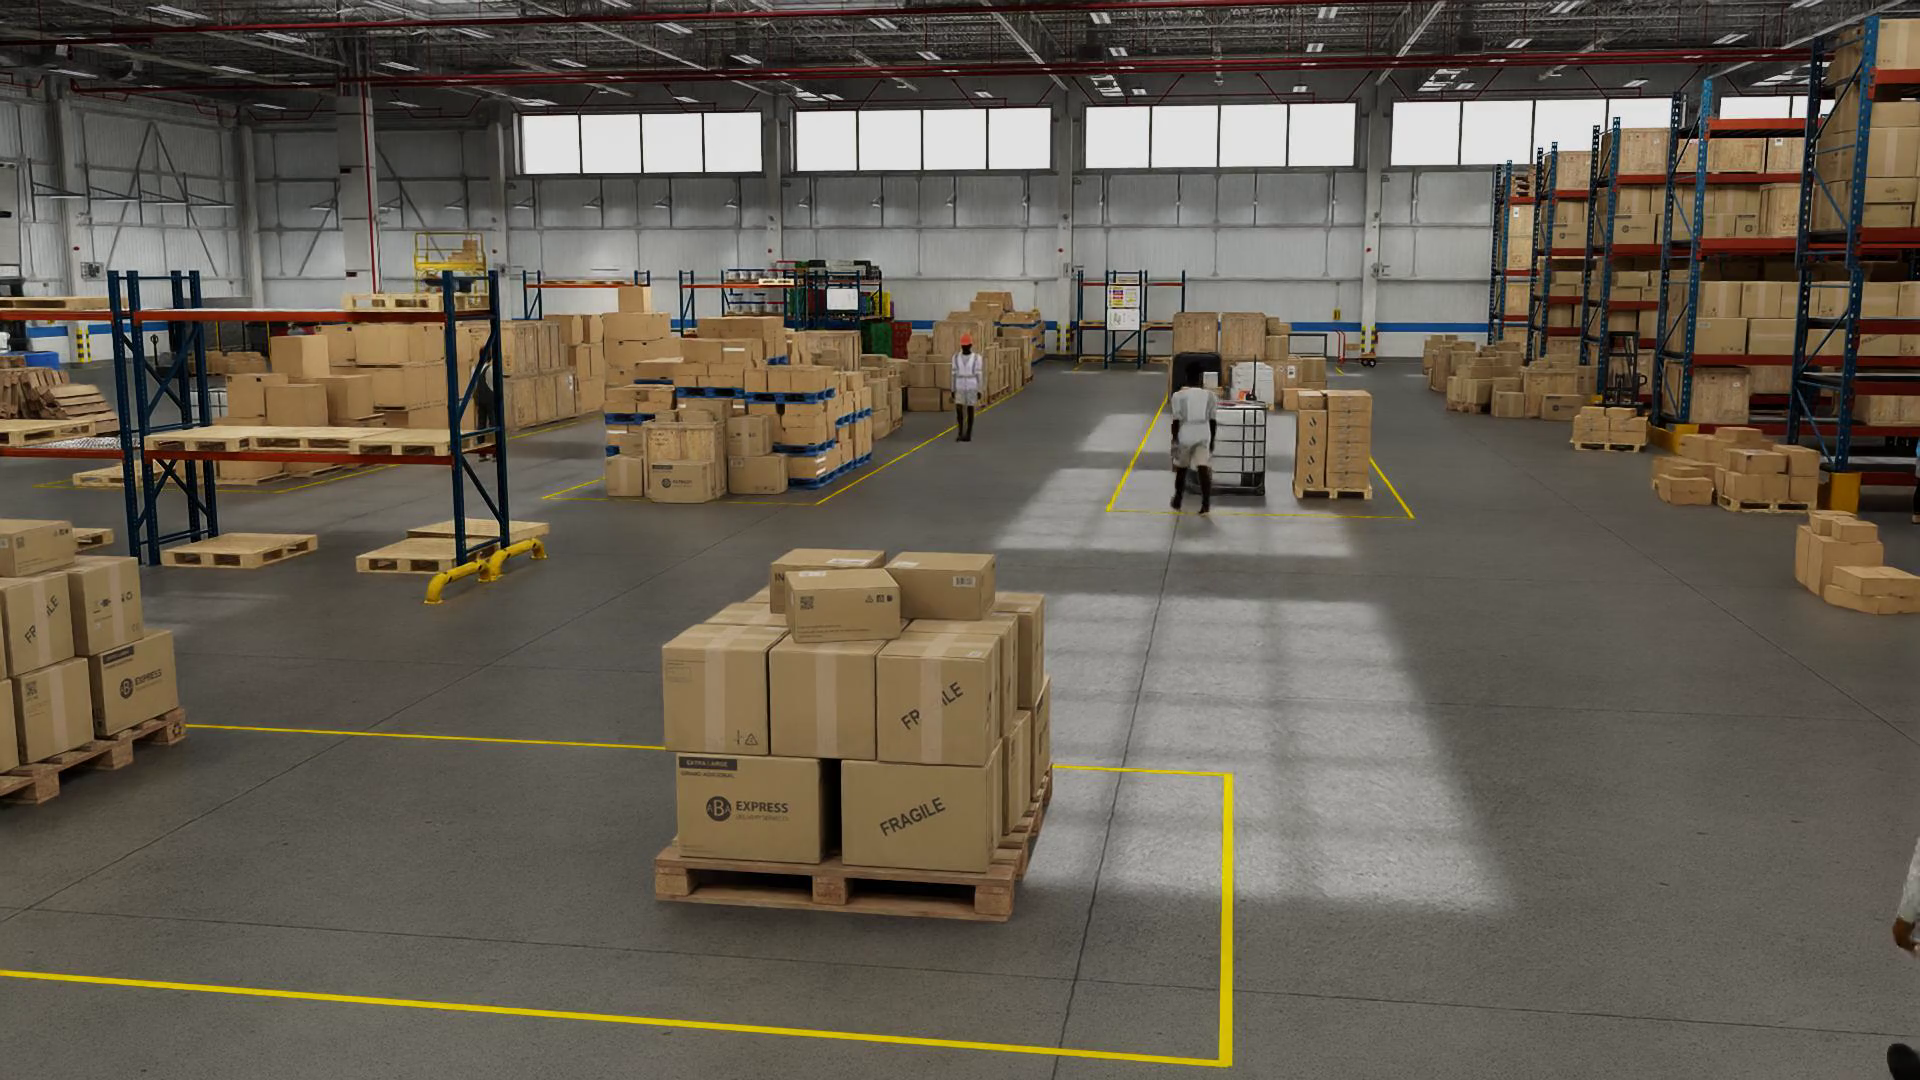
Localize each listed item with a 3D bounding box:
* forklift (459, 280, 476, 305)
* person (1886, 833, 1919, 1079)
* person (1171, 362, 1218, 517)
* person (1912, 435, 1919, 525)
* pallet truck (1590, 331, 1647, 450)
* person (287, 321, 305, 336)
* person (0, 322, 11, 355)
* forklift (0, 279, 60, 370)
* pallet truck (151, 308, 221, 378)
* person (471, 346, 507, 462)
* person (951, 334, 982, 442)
[{"bbox_3d":[-13.144,-5.596,44.427,1.873,2.768,1.129,-3,10,-17],"label":"forklift"},{"bbox_3d":[3.420,1.203,5.538,0.571,1.884,0.972,-1,9,-4],"label":"person"},{"bbox_3d":[2.907,-1.252,20.625,0.629,1.916,1.019,-2,9,-10],"label":"person"},{"bbox_3d":[11.484,-0.986,19.645,0.319,1.694,0.532,2,9,13],"label":"person"},{"bbox_3d":[11.253,-2.573,28.499,0.823,1.965,1.885,5,10,27],"label":"pallet truck"},{"bbox_3d":[-16.249,-4.508,40.661,0.635,1.927,0.436,5,11,30],"label":"person"},{"bbox_3d":[-22.598,-4.242,39.143,0.357,1.883,0.573,4,10,22],"label":"person"},{"bbox_3d":[-22.592,-4.798,39.505,1.873,2.768,1.129,1,9,9],"label":"forklift"},{"bbox_3d":[-21.869,-5.598,47.154,0.823,1.965,1.885,4,10,26],"label":"pallet truck"},{"bbox_3d":[-7.478,-2.149,26.352,0.506,1.846,0.345,2,10,15],"label":"person"},{"bbox_3d":[0.096,-2.670,29.347,0.577,1.911,0.751,2,9,11],"label":"person"}]
